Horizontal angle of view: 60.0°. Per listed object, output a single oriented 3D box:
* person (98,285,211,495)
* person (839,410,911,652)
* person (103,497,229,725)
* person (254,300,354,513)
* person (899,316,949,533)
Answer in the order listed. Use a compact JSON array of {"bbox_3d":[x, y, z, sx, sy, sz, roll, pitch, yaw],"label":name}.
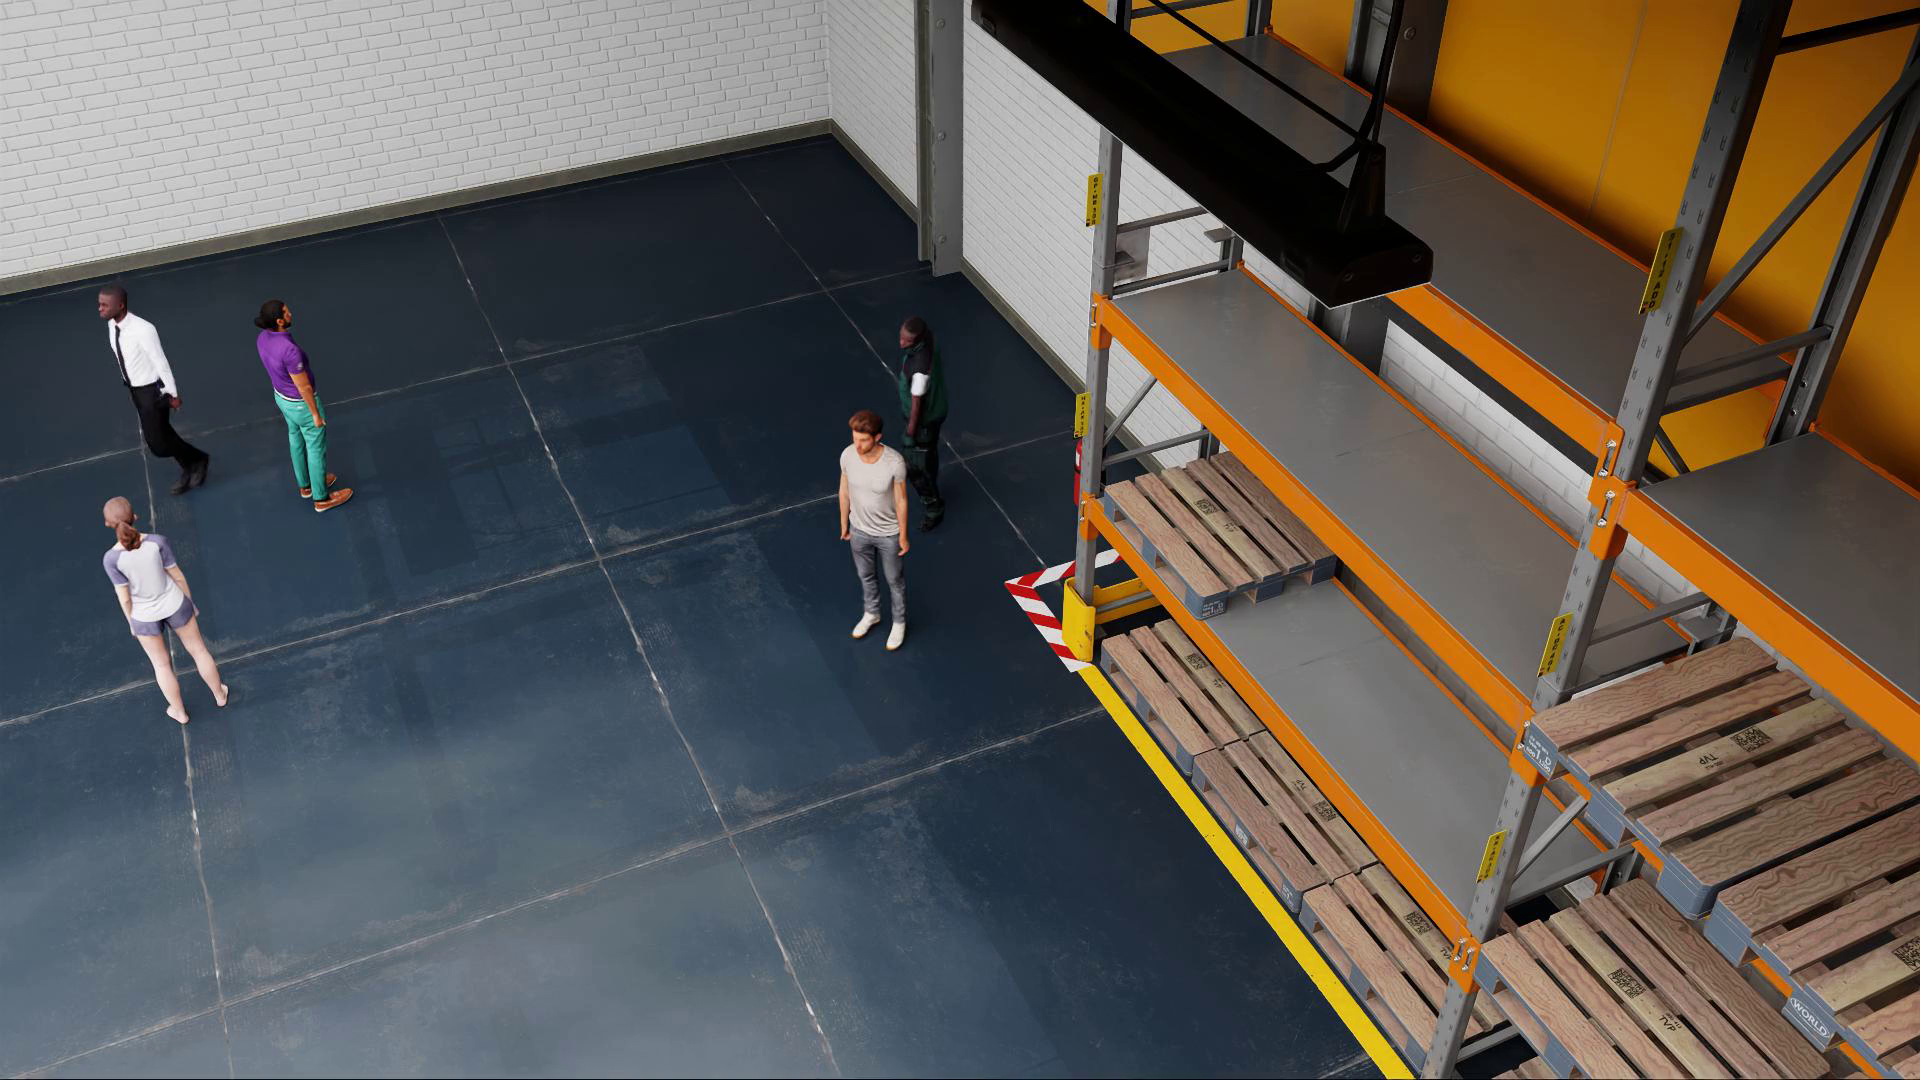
[{"bbox_3d":[-6.076,-1.170,12.666,0.820,1.827,0.889,21,43,24],"label":"person"},{"bbox_3d":[-0.559,-0.100,11.277,0.747,1.887,0.808,13,40,16],"label":"person"},{"bbox_3d":[-5.147,0.450,10.686,0.621,1.767,0.616,-25,45,-27],"label":"person"},{"bbox_3d":[-5.004,-1.026,12.534,0.643,1.767,0.757,27,46,29],"label":"person"},{"bbox_3d":[-0.258,-0.965,12.417,0.937,1.817,0.793,15,41,18],"label":"person"}]
